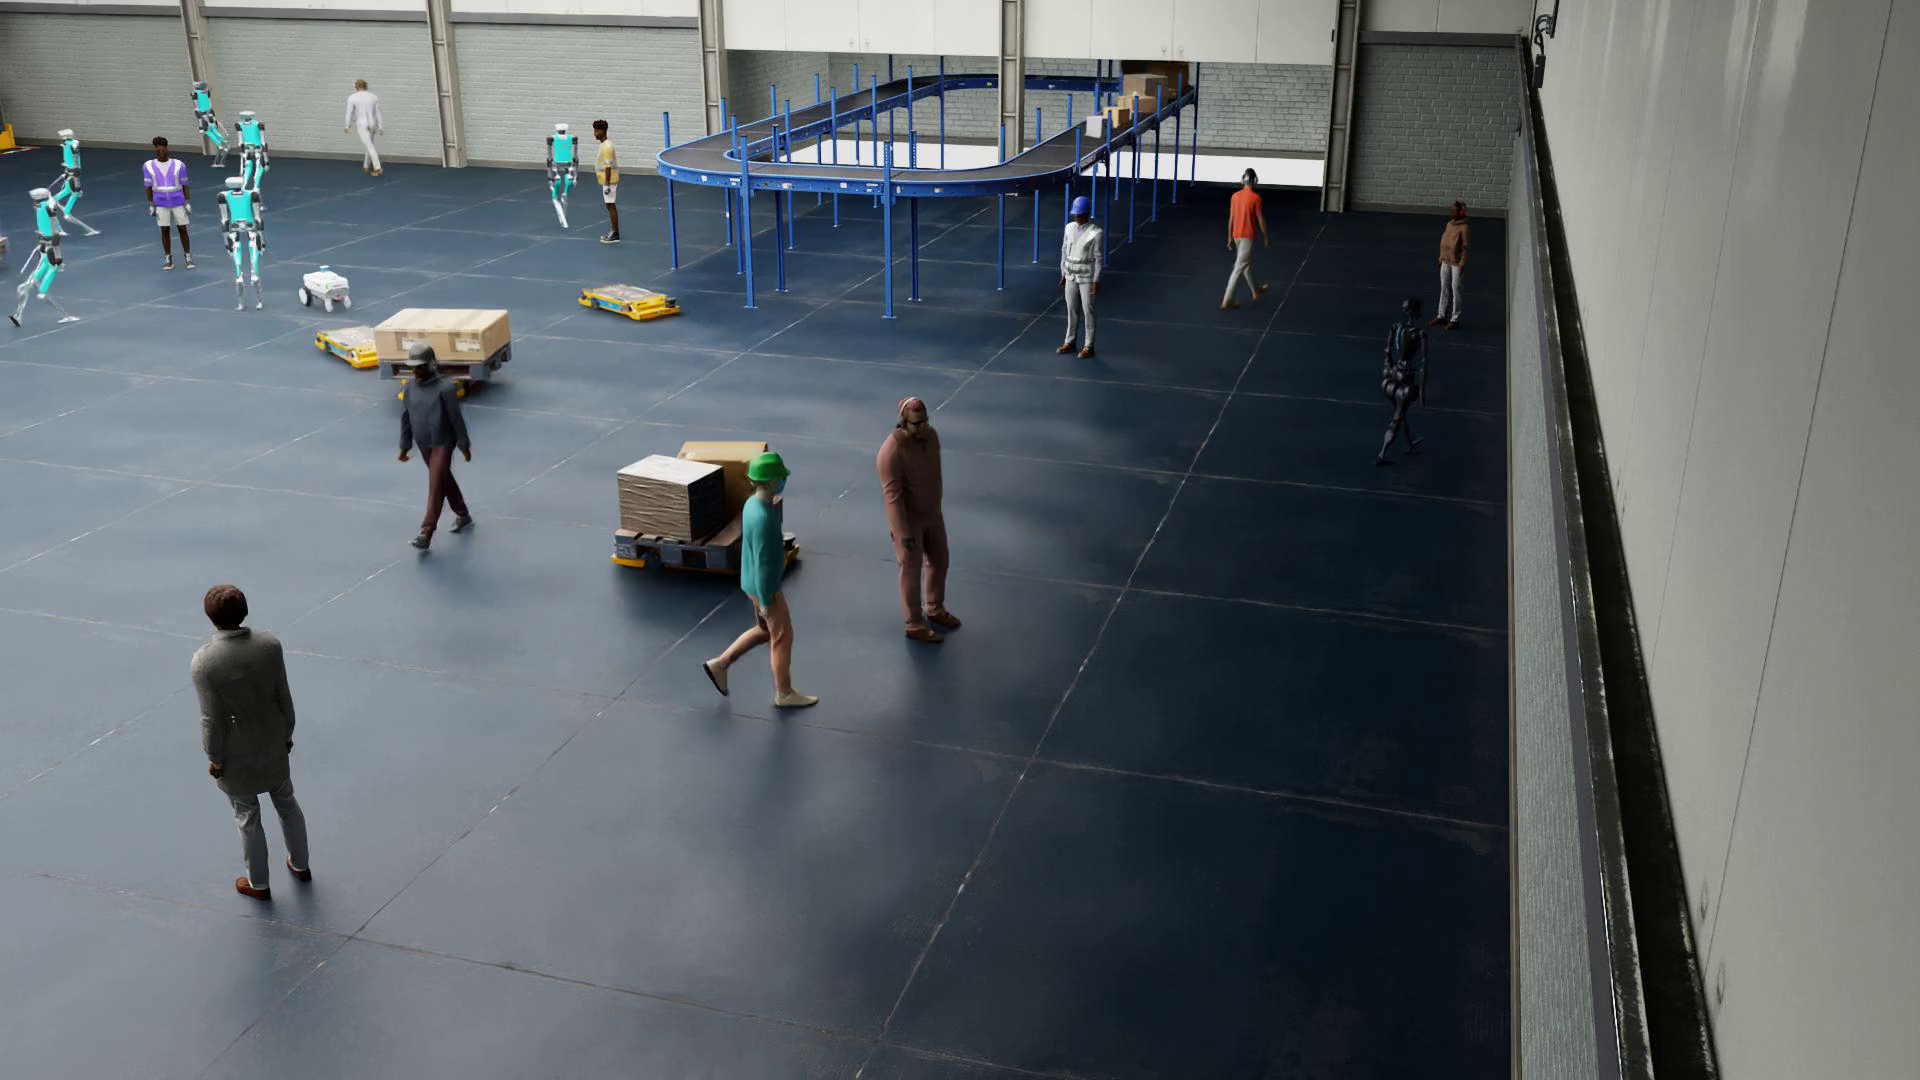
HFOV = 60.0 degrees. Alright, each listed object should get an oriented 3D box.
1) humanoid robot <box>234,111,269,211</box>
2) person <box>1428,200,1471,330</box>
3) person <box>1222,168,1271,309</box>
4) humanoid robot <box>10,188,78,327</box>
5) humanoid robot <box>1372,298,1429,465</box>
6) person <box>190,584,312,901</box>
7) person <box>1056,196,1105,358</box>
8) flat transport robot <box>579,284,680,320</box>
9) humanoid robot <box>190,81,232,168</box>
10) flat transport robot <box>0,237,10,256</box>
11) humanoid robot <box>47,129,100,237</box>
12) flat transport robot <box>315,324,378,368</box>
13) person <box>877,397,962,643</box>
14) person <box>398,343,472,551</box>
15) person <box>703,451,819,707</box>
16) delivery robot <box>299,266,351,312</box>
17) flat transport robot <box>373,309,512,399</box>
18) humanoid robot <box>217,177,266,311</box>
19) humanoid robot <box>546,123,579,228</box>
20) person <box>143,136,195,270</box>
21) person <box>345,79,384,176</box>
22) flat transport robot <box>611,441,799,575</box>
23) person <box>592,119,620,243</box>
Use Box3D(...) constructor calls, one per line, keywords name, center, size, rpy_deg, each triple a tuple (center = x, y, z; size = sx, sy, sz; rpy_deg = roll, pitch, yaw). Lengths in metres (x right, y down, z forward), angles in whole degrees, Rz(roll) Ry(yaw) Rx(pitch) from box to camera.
Box3D(name="humanoid robot", center=(-12.570, -6.600, 29.336), size=(0.548, 1.821, 0.888), rpy_deg=(2, 21, 4))
Box3D(name="person", center=(6.381, -3.560, 21.484), size=(0.334, 1.651, 0.458), rpy_deg=(-10, 23, -25))
Box3D(name="person", center=(3.941, -4.111, 22.647), size=(1.038, 1.854, 0.506), rpy_deg=(-16, 26, -35))
Box3D(name="humanoid robot", center=(-12.083, -3.615, 21.572), size=(0.556, 1.801, 0.901), rpy_deg=(19, 28, 40))
Box3D(name="humanoid robot", center=(4.399, -1.574, 16.343), size=(0.758, 1.623, 0.592), rpy_deg=(-11, 24, -26))
Box3D(name="person", center=(-3.905, 1.105, 9.142), size=(0.360, 1.830, 0.514), rpy_deg=(18, 27, 38))
Box3D(name="person", center=(1.461, -3.182, 20.103), size=(0.603, 1.947, 0.384), rpy_deg=(18, 27, 39))
Box3D(name="flat transport robot", center=(-4.503, -3.235, 22.569), size=(1.431, 0.231, 0.659), rpy_deg=(19, 28, 41))
Box3D(name="humanoid robot", center=(-15.290, -8.503, 34.113), size=(0.690, 1.739, 0.544), rpy_deg=(4, 21, 11))
Box3D(name="flat transport robot", center=(-14.965, -4.105, 24.824), size=(0.659, 0.231, 1.431), rpy_deg=(-3, 21, -8))
Box3D(name="humanoid robot", center=(-14.675, -5.779, 27.154), size=(0.889, 1.785, 0.566), rpy_deg=(-17, 27, -38))
Box3D(name="flat transport robot", center=(-7.318, -2.374, 20.334), size=(0.659, 0.231, 1.431), rpy_deg=(-17, 27, -36))
Box3D(name="person", center=(-0.295, -0.160, 12.336), size=(0.468, 1.888, 0.661), rpy_deg=(15, 26, 34))
Box3D(name="person", center=(-4.533, -0.812, 14.190), size=(0.577, 1.760, 0.946), rpy_deg=(9, 23, 21))
Box3D(name="person", center=(-1.371, 0.288, 11.235), size=(0.695, 1.850, 0.521), rpy_deg=(-3, 21, -9))
Box3D(name="delivery robot", center=(-8.664, -3.442, 22.724), size=(0.801, 0.607, 0.499), rpy_deg=(20, 28, 41))
Box3D(name="flat transport robot", center=(-5.847, -1.877, 19.046), size=(0.659, 0.231, 1.431), rpy_deg=(1, 21, 3))
Box3D(name="humanoid robot", center=(-9.619, -3.940, 22.332), size=(0.533, 1.770, 0.717), rpy_deg=(-6, 22, -15))
Box3D(name="humanoid robot", center=(-6.778, -6.145, 28.189), size=(0.549, 1.859, 0.849), rpy_deg=(-10, 23, -25))
Box3D(name="person", center=(-11.844, -5.050, 24.919), size=(0.605, 1.966, 0.368), rpy_deg=(-9, 23, -22))
Box3D(name="person", center=(-11.964, -8.324, 33.544), size=(0.687, 1.892, 0.992), rpy_deg=(-20, 29, -41))
Box3D(name="flat transport robot", center=(-2.141, 0.083, 13.962), size=(1.431, 0.231, 0.659), rpy_deg=(6, 22, 15))
Box3D(name="person", center=(-5.702, -5.808, 26.899), size=(0.372, 1.959, 0.602), rpy_deg=(-4, 22, -11))
